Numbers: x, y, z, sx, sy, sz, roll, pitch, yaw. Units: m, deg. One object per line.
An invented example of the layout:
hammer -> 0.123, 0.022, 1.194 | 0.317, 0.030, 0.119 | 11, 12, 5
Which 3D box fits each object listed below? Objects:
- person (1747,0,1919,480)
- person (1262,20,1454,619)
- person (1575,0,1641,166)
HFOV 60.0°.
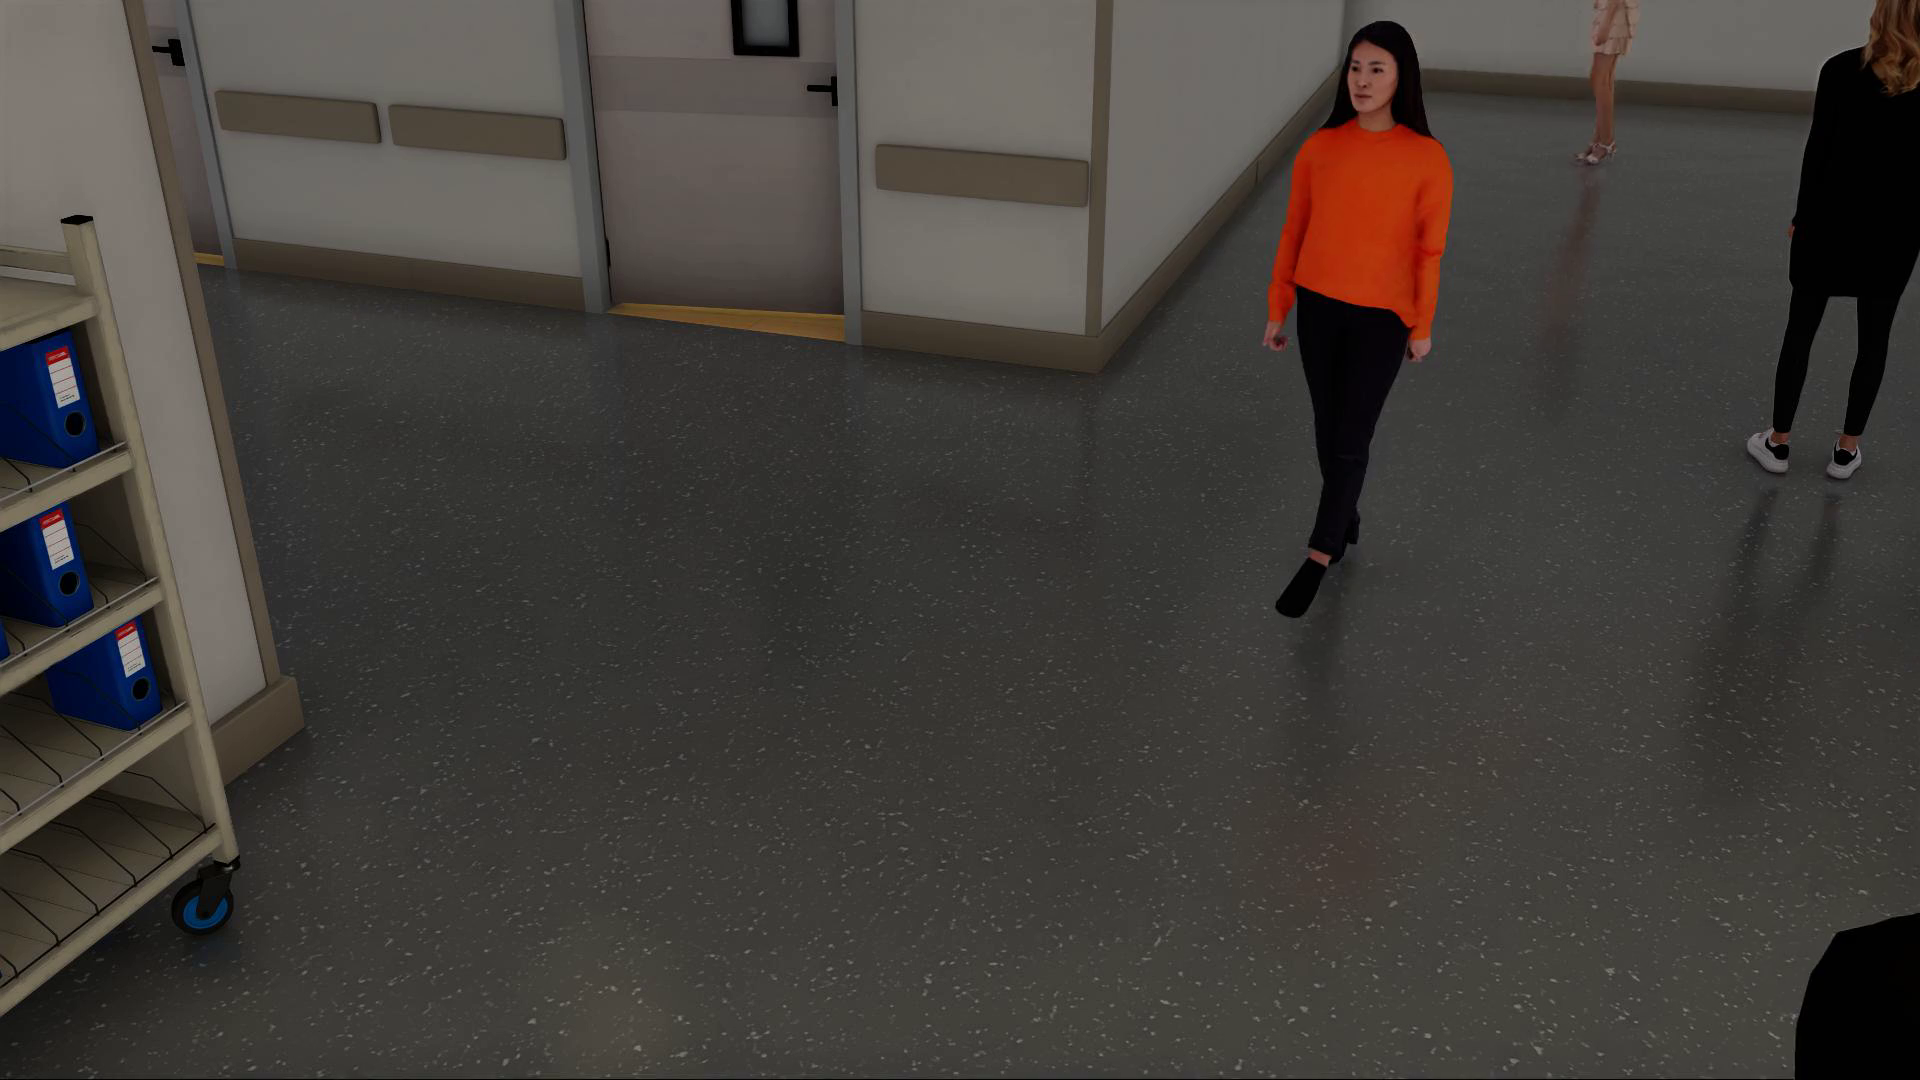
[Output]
person -> 3.135, -1.083, 5.802 | 0.605, 1.798, 0.529 | 8, 27, 16
person -> 1.220, -0.671, 5.041 | 0.804, 1.717, 1.086 | 17, 31, 32
person -> 4.023, -3.188, 10.247 | 0.680, 1.729, 0.466 | 18, 31, 32
